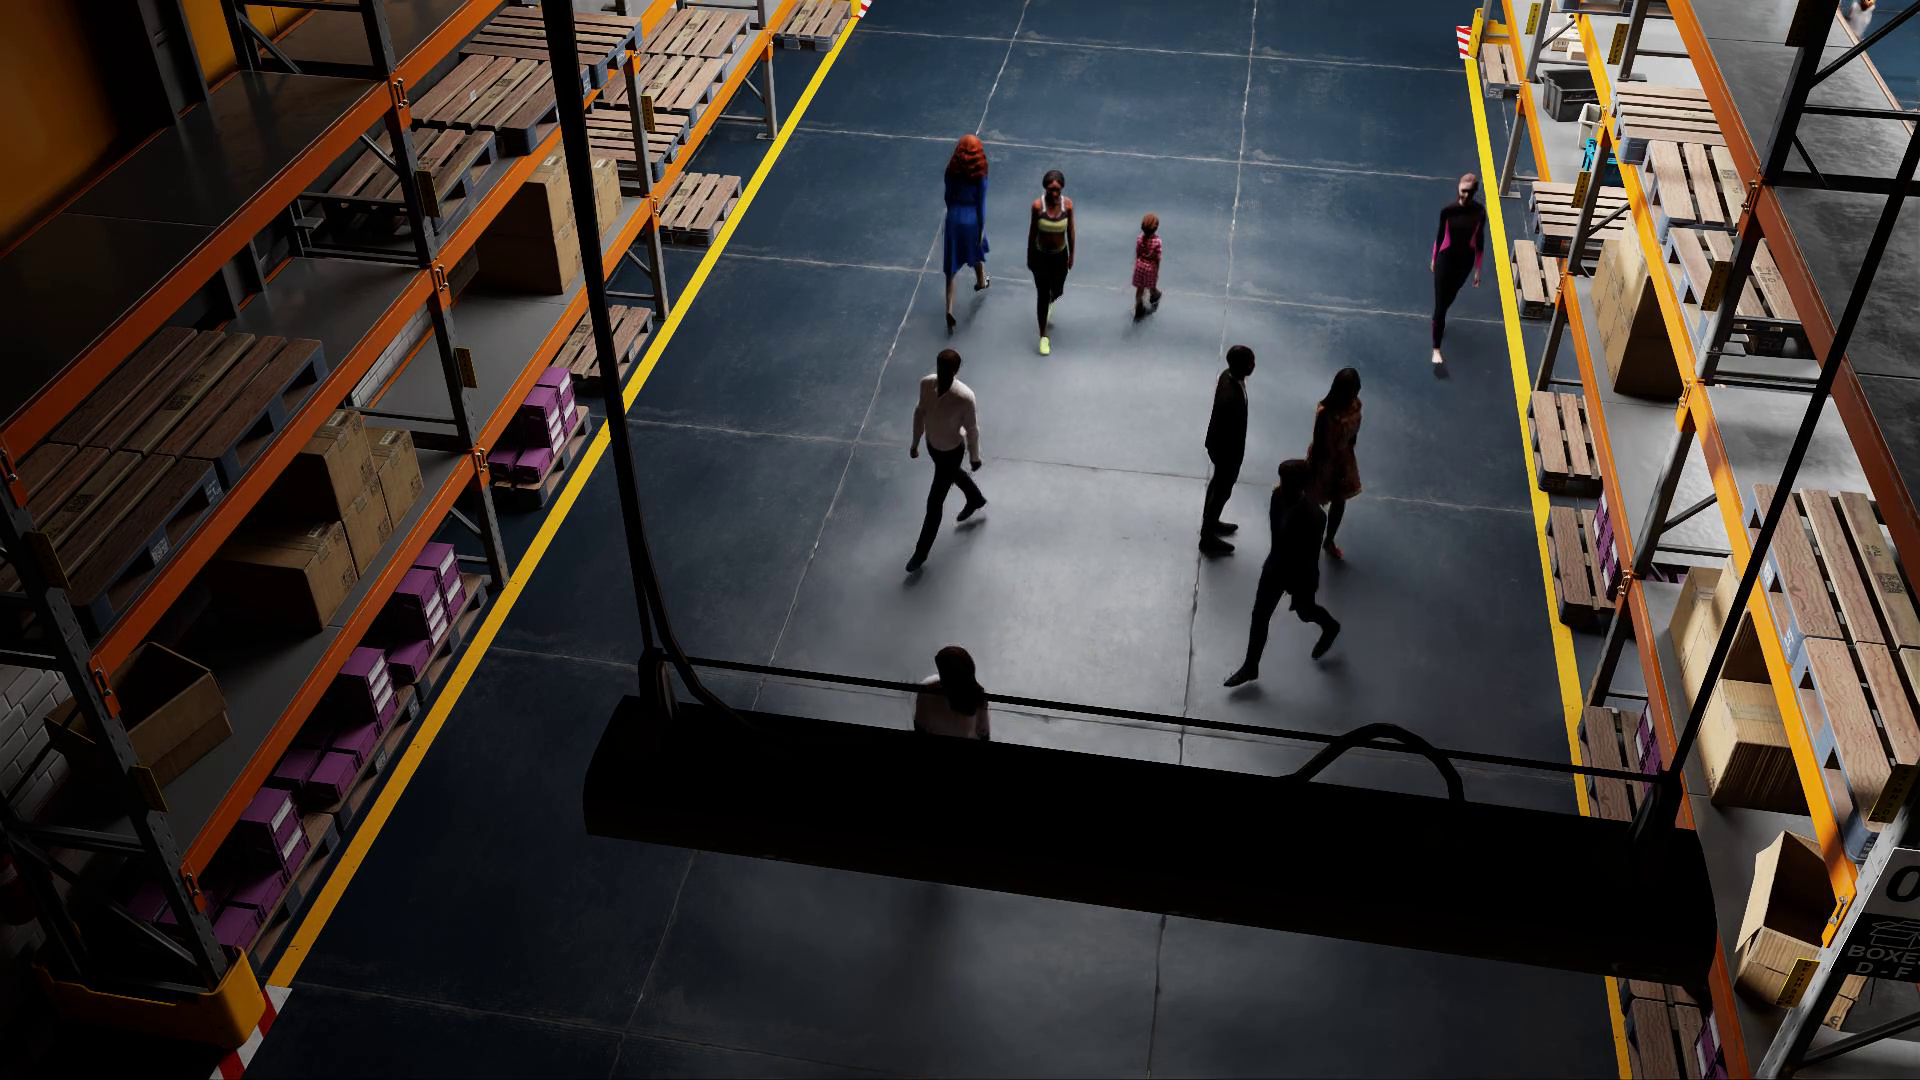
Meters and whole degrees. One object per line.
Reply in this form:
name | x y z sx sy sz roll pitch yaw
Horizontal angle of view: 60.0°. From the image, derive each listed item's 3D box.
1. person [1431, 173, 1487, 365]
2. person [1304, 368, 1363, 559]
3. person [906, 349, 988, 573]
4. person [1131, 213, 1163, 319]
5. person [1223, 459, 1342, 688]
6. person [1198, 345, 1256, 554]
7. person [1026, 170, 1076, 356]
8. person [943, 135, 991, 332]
person | 4.463 -2.518 14.996 0.602 1.695 1.132 5 39 7
person | 2.778 -0.653 12.715 0.909 1.628 1.044 -14 41 -17
person | -0.048 -0.713 12.640 1.131 1.816 1.333 32 48 33
person | 1.735 -2.551 15.589 0.558 1.006 0.728 20 43 23
person | 2.362 0.195 11.479 1.286 1.845 1.240 -23 44 -26
person | 2.013 -0.697 12.632 0.729 1.800 0.530 3 39 4
person | 0.811 -2.591 15.059 0.732 1.731 1.027 -1 39 -1
person | 0.002 -2.756 15.243 0.824 1.759 1.225 13 41 16
